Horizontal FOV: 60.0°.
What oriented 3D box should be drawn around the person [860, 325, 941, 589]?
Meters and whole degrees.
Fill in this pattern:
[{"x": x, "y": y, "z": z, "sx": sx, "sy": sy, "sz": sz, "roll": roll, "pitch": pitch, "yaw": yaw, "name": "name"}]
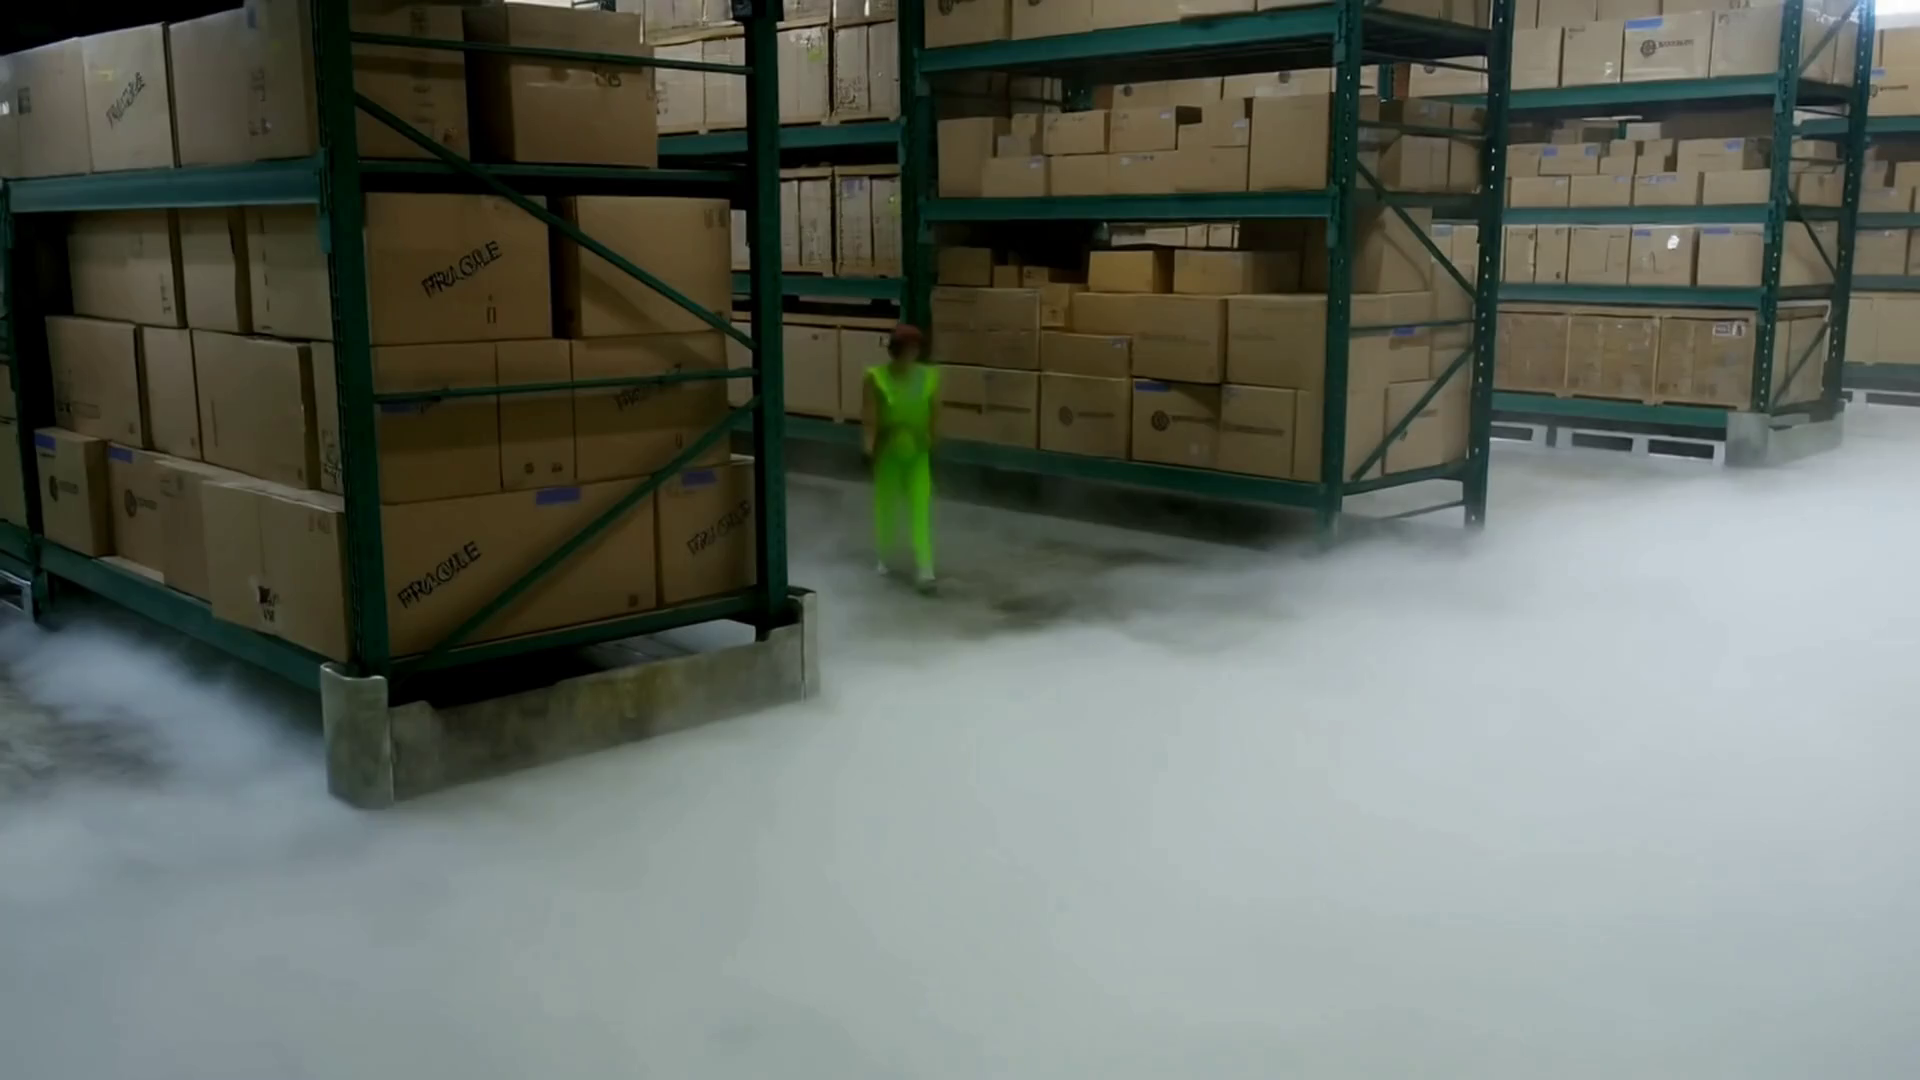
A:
[{"x": -0.365, "y": -0.510, "z": 10.138, "sx": 0.530, "sy": 1.581, "sz": 0.886, "roll": -3, "pitch": 11, "yaw": -14, "name": "person"}]
